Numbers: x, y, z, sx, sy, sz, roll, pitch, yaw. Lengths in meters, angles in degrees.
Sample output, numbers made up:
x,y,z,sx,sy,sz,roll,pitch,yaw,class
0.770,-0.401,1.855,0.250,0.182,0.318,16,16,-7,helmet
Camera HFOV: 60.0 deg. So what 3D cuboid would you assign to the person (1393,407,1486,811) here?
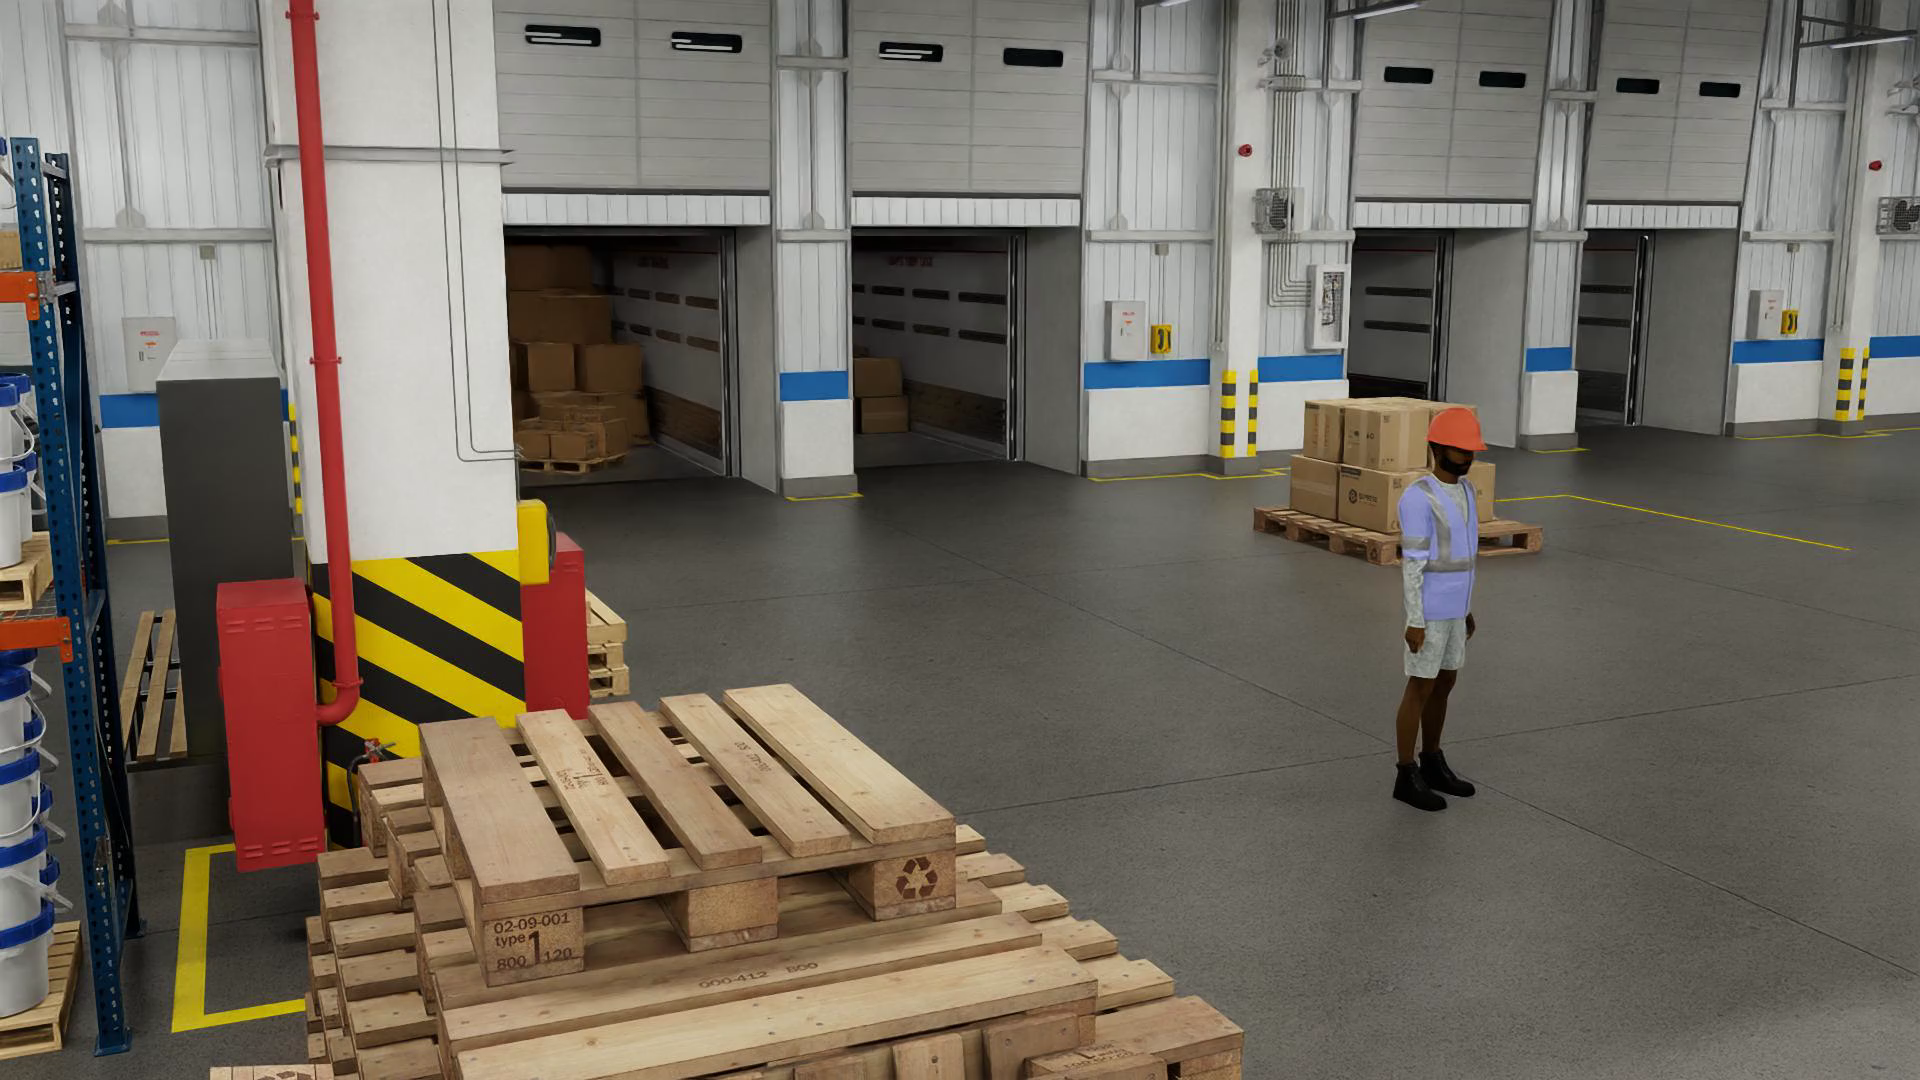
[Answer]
x,y,z,sx,sy,sz,roll,pitch,yaw,class
2.327,0.324,8.005,0.357,1.934,0.551,10,14,44,person
